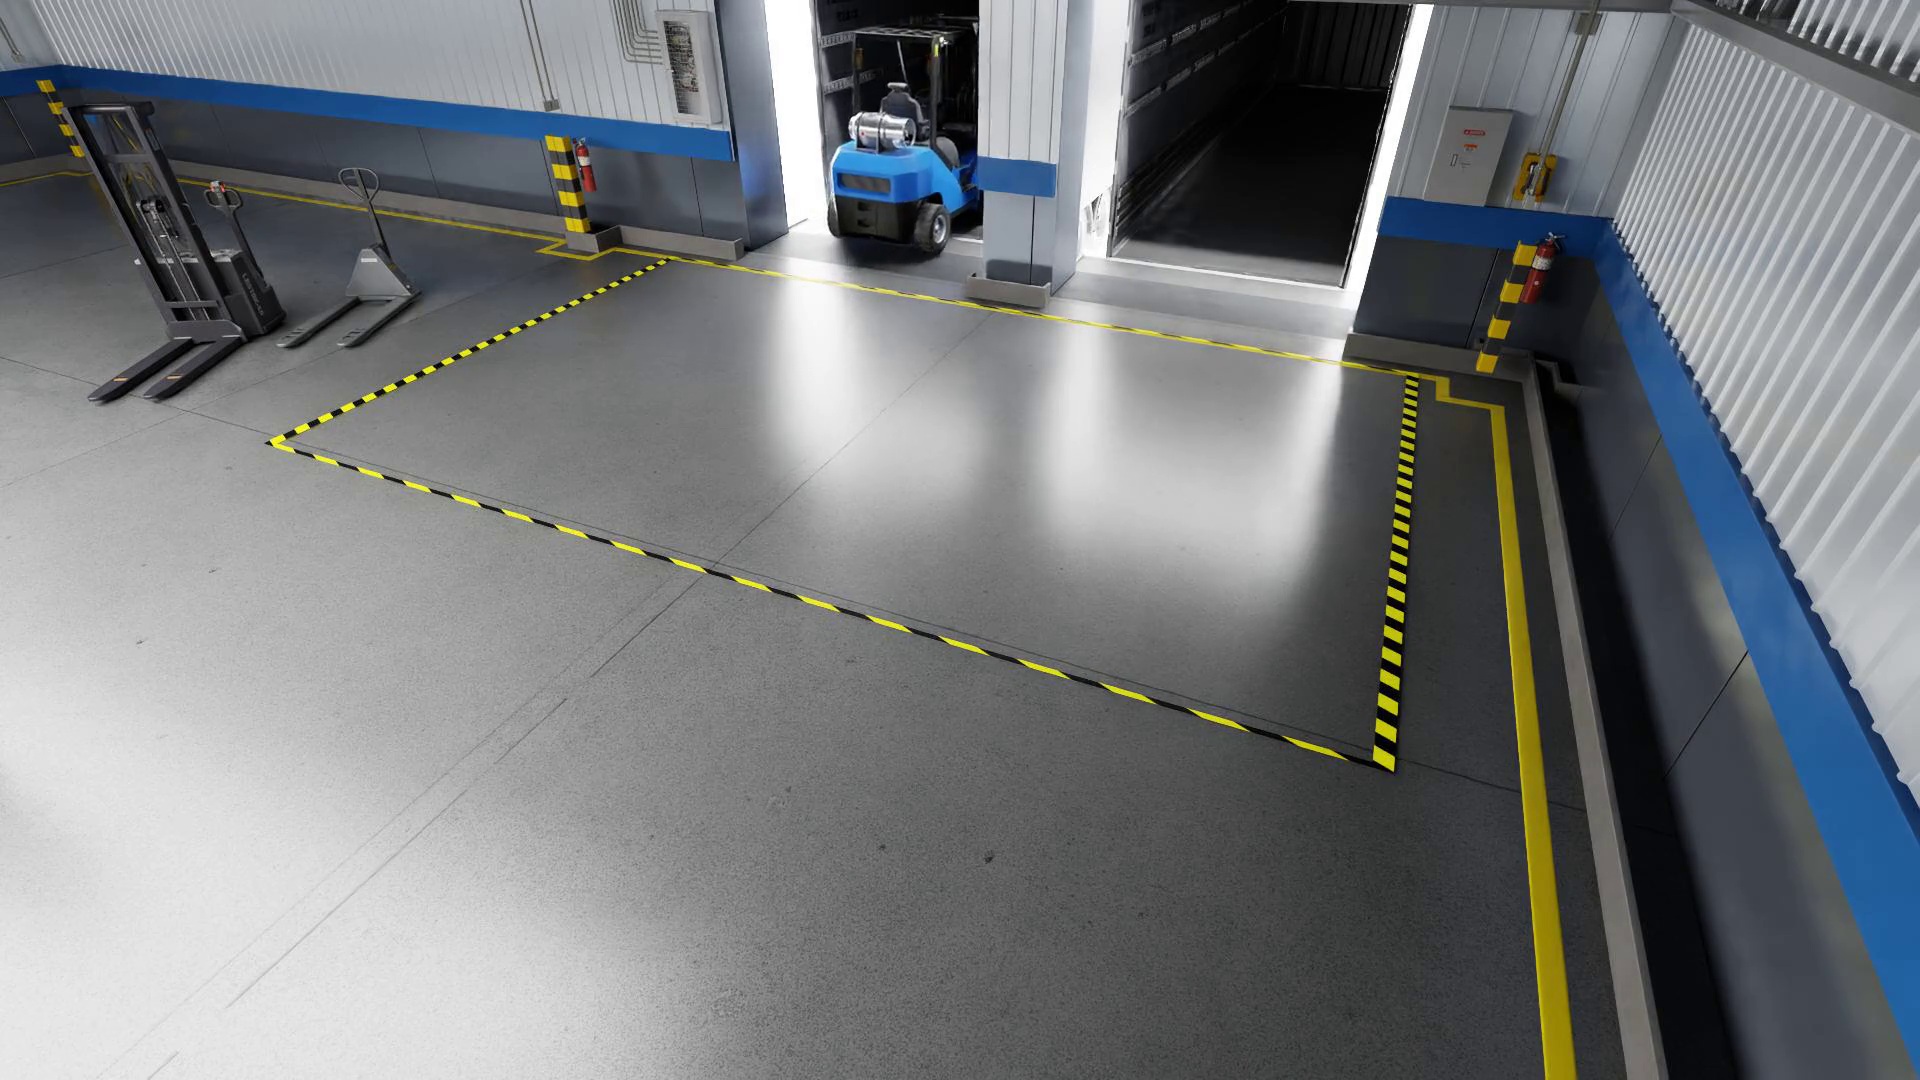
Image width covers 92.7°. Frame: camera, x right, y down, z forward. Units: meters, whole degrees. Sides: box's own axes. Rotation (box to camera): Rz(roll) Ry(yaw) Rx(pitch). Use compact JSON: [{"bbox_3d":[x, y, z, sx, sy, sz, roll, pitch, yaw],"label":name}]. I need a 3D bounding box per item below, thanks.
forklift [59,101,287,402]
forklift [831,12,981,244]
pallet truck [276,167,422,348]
[{"bbox_3d":[-6.686,-2.387,7.434,0.823,1.965,1.885,-3,35,-5],"label":"forklift"},{"bbox_3d":[-0.438,-4.810,10.572,1.157,2.036,2.680,16,38,21],"label":"forklift"},{"bbox_3d":[-5.732,-2.611,8.414,0.680,1.201,1.601,-1,35,-1],"label":"pallet truck"}]
